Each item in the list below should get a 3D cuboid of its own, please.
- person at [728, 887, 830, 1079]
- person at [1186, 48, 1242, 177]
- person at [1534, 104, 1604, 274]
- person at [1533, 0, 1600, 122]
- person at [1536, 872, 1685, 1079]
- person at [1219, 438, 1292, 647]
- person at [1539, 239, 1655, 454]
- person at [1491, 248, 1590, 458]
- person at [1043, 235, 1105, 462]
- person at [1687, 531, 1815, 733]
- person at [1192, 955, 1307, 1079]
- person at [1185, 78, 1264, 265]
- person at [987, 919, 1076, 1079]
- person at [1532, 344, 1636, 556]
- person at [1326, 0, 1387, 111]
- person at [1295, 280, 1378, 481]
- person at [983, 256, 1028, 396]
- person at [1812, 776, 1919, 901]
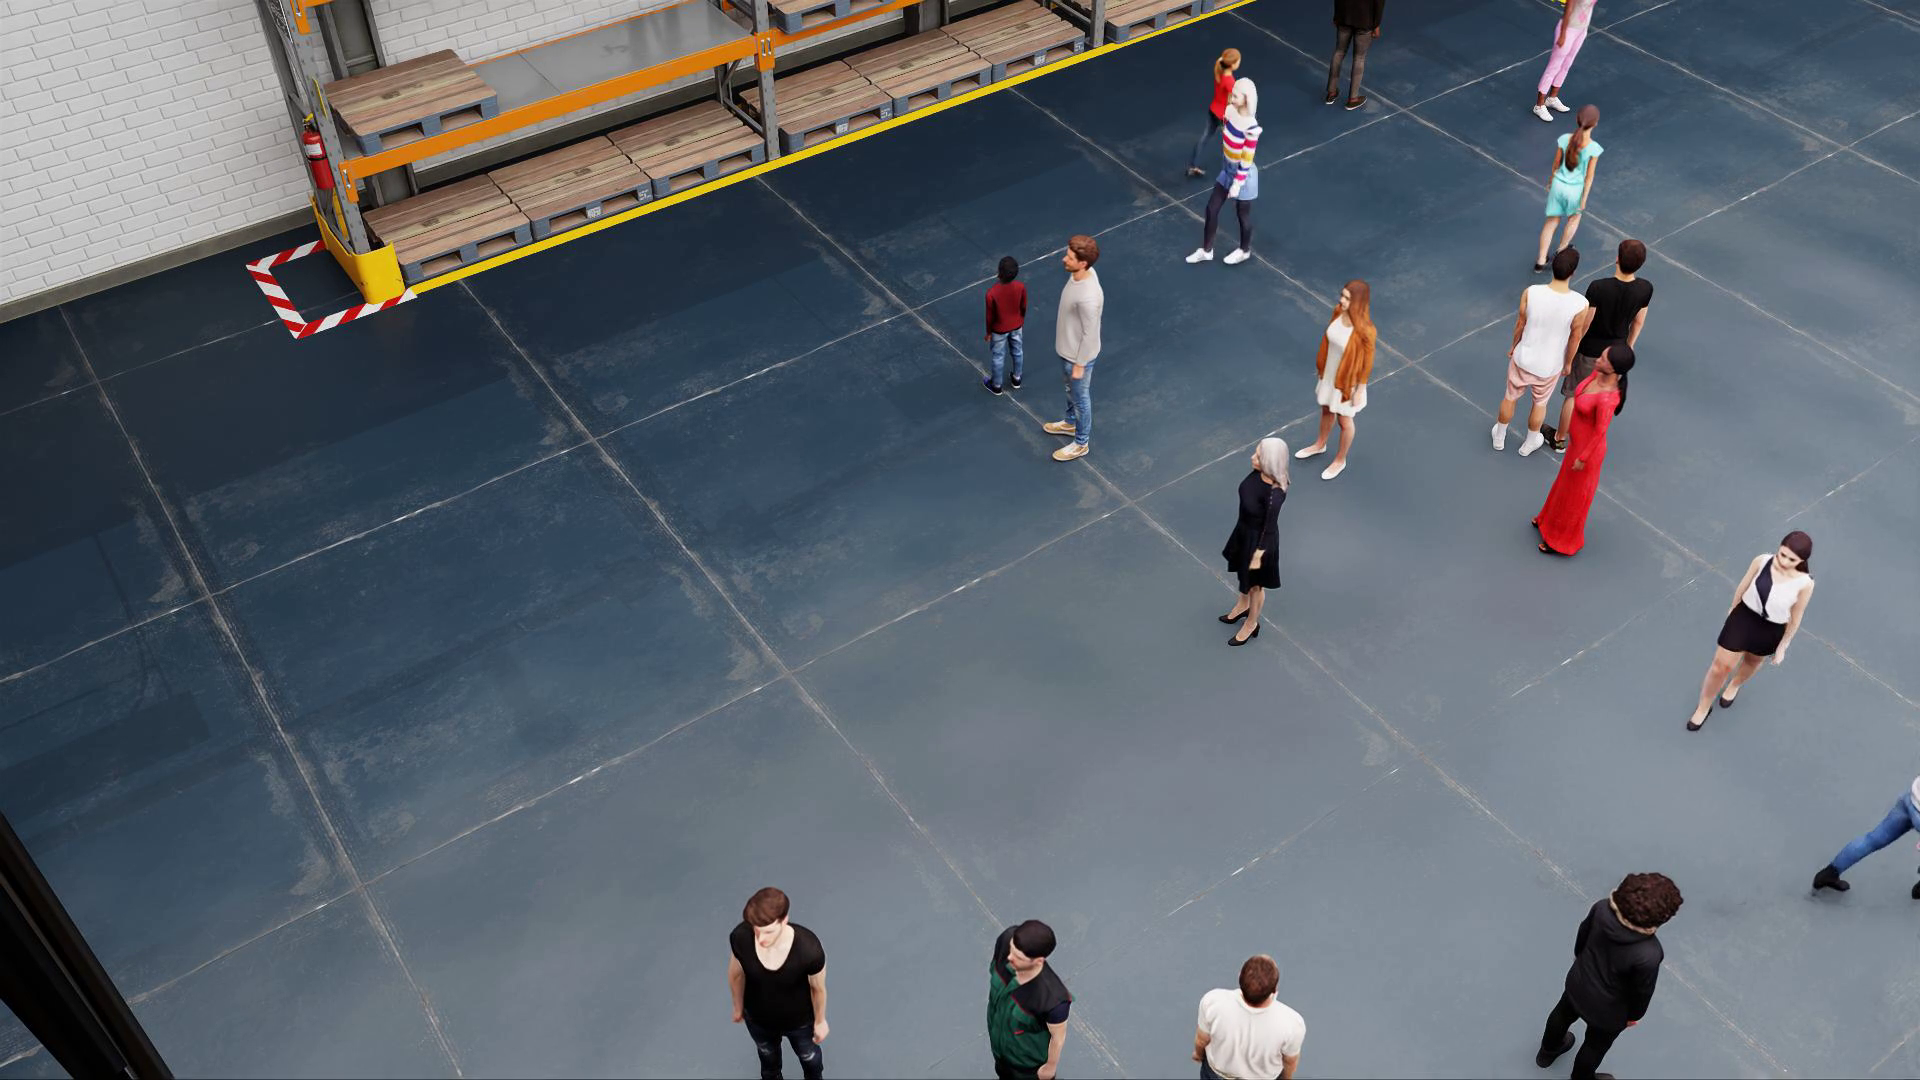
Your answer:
[{"bbox_3d":[-0.903,2.348,8.402,0.749,1.897,0.805,8,44,8],"label":"person"},{"bbox_3d":[2.366,-3.941,15.450,0.912,1.279,0.530,-20,47,-20],"label":"person"},{"bbox_3d":[5.177,-2.965,14.234,0.673,1.544,0.810,27,50,26],"label":"person"},{"bbox_3d":[5.953,-4.954,16.180,0.460,1.741,0.639,-29,51,-27],"label":"person"},{"bbox_3d":[3.316,2.287,8.551,0.638,1.779,0.666,-18,47,-18],"label":"person"},{"bbox_3d":[1.945,0.004,10.971,0.711,1.747,0.693,-5,44,-5],"label":"person"},{"bbox_3d":[4.770,-1.434,12.397,0.710,1.862,0.833,-3,44,-3],"label":"person"},{"bbox_3d":[4.315,-1.382,12.394,0.728,1.789,0.735,19,47,19],"label":"person"},{"bbox_3d":[0.879,-1.441,12.374,0.734,1.905,0.743,-7,44,-7],"label":"person"},{"bbox_3d":[5.090,0.509,10.529,0.720,1.625,0.888,26,50,25],"label":"person"},{"bbox_3d":[1.371,2.617,8.149,0.754,1.856,0.771,14,45,15],"label":"person"},{"bbox_3d":[2.468,-3.143,14.245,0.847,1.787,0.703,-22,48,-22],"label":"person"},{"bbox_3d":[0.326,2.464,8.277,0.552,1.901,0.658,-25,49,-24],"label":"person"},{"bbox_3d":[4.373,-0.643,11.623,0.770,1.784,0.720,4,44,4],"label":"person"},{"bbox_3d":[3.881,-5.097,16.287,0.724,1.800,0.676,27,50,25],"label":"person"},{"bbox_3d":[2.835,-1.214,12.267,0.585,1.722,0.624,-22,48,-22],"label":"person"},{"bbox_3d":[0.363,-1.701,13.117,0.467,1.256,0.595,-18,46,-18],"label":"person"},{"bbox_3d":[5.401,1.556,9.458,1.127,1.587,0.977,0,44,1],"label":"person"}]
